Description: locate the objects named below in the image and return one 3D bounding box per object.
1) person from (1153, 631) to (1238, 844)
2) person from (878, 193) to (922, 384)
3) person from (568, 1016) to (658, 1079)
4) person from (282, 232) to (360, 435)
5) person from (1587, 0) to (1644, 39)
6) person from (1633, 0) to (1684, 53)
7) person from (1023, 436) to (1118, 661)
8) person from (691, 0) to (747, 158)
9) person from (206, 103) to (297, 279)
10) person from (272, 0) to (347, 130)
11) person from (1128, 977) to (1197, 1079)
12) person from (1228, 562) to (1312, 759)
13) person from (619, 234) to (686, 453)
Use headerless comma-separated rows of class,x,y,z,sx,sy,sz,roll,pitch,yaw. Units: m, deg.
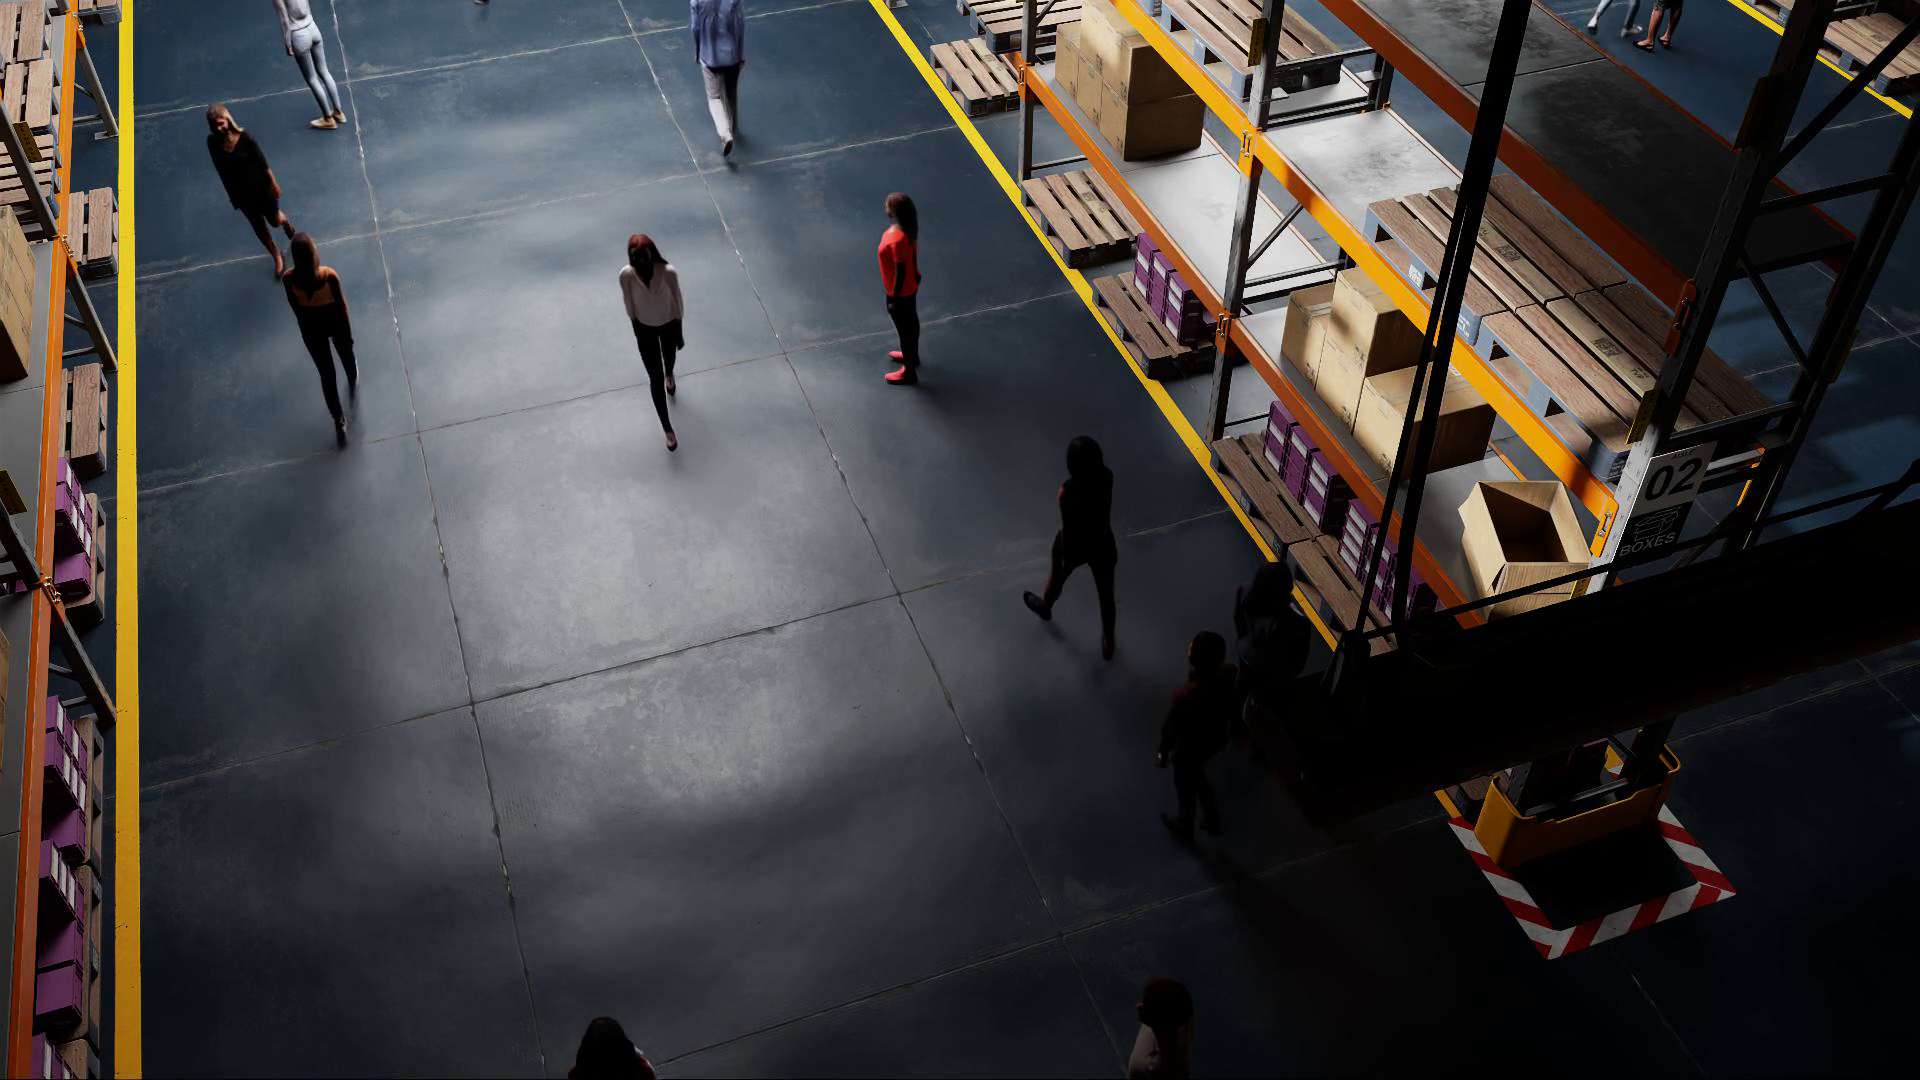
person,1.440,1.220,9.657,0.774,1.772,0.788,-29,51,-27
person,-0.441,-1.997,13.090,0.736,1.694,0.624,6,44,6
person,-1.642,2.775,8.153,0.767,1.595,1.007,-3,44,-3
person,-4.862,-1.558,12.706,0.642,1.588,1.159,-10,45,-11
person,6.968,-5.999,17.299,0.789,1.682,0.908,-20,47,-20
person,7.402,-5.877,17.155,0.572,1.705,0.499,-12,45,-12
person,0.859,0.095,10.888,0.764,1.702,1.065,-22,48,-21
person,-2.247,-4.518,15.609,0.695,1.870,1.023,-10,45,-10
person,-6.027,-3.027,14.198,0.724,1.657,0.863,-6,44,-7
person,-6.289,-4.804,15.967,0.733,1.790,0.656,14,45,14
person,0.950,2.682,8.034,0.781,1.893,0.672,9,44,9
person,1.897,0.725,10.302,0.762,1.598,0.635,-21,47,-20
person,-2.292,-1.626,12.696,0.702,1.700,1.219,-8,44,-9
